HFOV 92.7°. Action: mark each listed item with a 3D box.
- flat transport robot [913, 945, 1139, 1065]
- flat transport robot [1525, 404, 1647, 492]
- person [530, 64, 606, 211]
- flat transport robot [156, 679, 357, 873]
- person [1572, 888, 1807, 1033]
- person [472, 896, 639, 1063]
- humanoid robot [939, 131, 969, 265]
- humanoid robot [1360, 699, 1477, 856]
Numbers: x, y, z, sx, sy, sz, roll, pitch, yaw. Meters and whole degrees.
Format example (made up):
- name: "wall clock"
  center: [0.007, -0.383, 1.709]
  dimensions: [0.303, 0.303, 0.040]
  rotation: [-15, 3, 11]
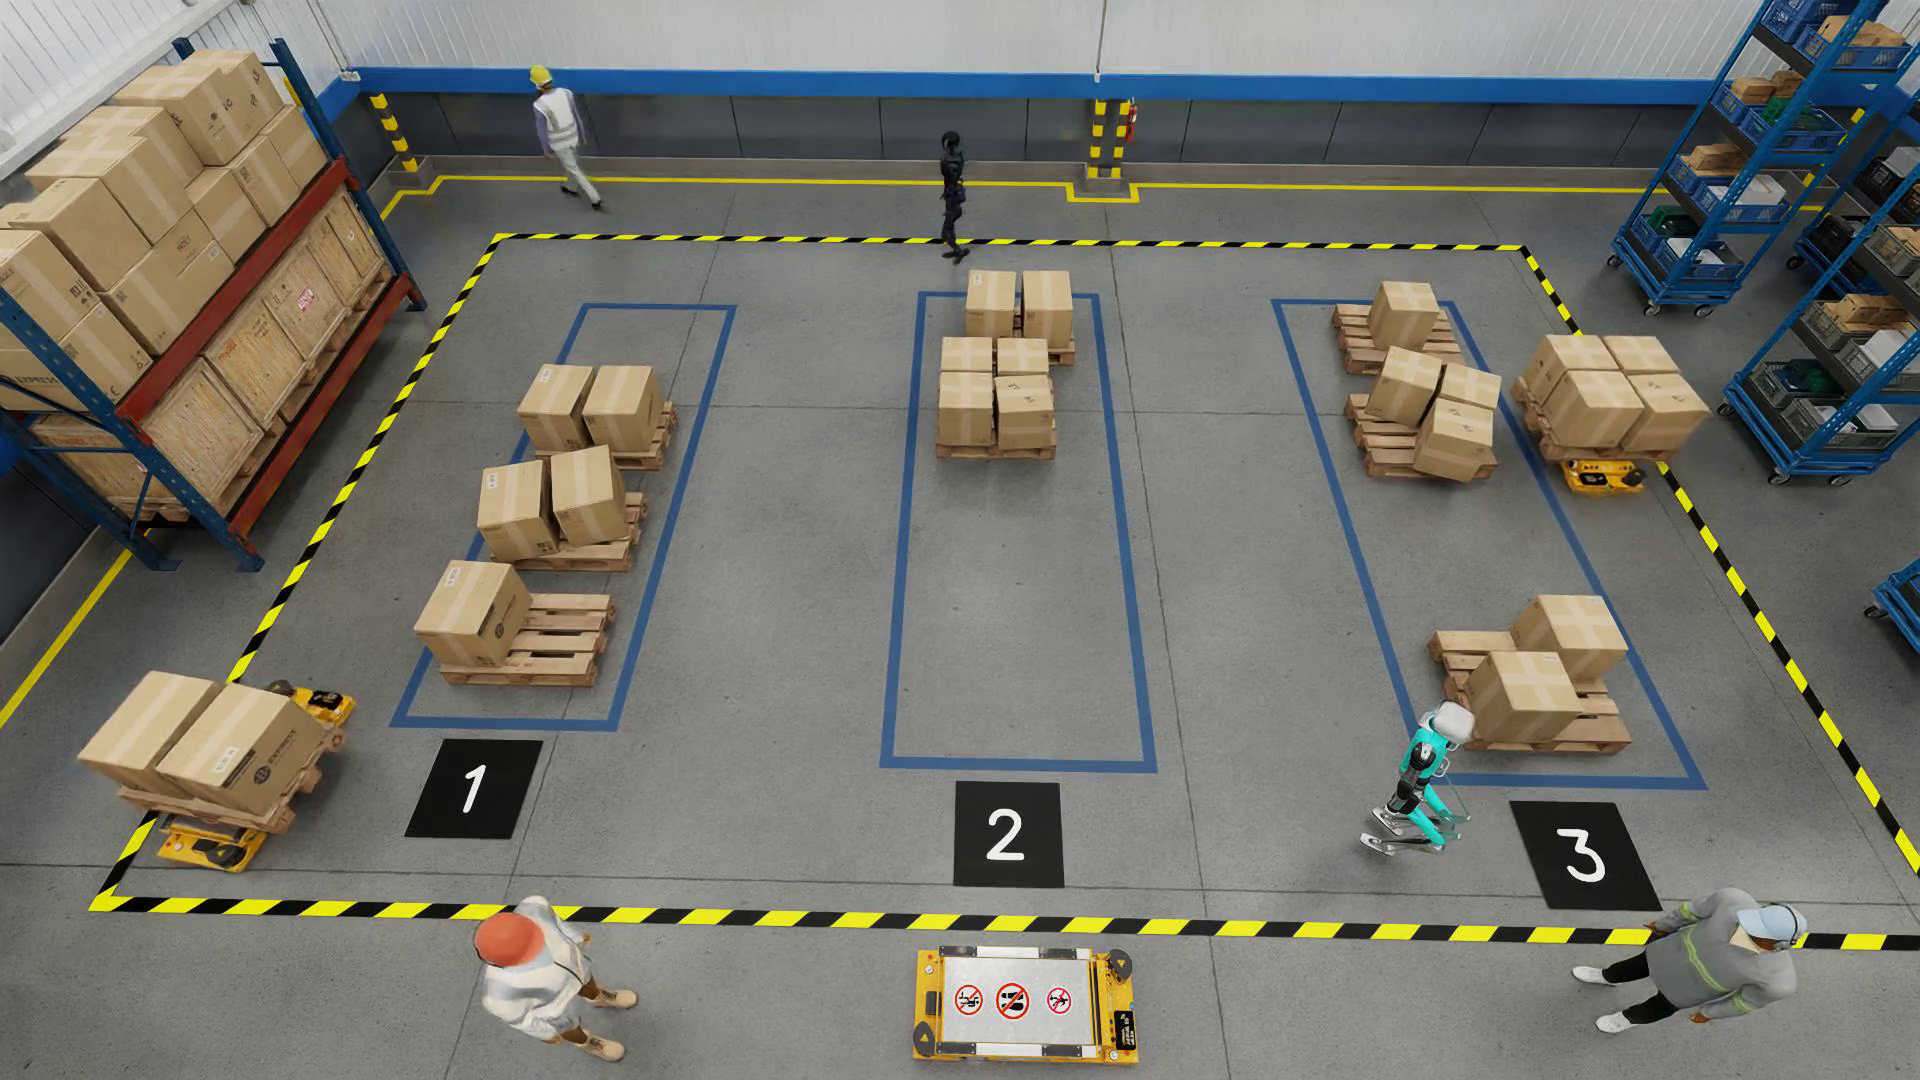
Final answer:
- name: "flat transport robot"
  center: [0.422, 3.041, 6.007]
  dimensions: [1.431, 0.231, 0.659]
  rotation: [1, 51, 1]
- name: "flat transport robot"
  center: [6.340, -1.084, 9.352]
  dimensions: [0.652, 0.197, 1.431]
  rotation: [1, 51, 1]
- name: "person"
  center: [-5.029, -5.092, 11.651]
  dimensions: [0.881, 1.797, 0.604]
  rotation: [23, 54, 18]
- name: "flat transport robot"
  center: [-5.387, 1.765, 7.029]
  dimensions: [0.652, 0.197, 1.431]
  rotation: [8, 51, 7]
- name: "person"
  center: [4.291, 2.516, 5.413]
  dimensions: [0.398, 1.850, 0.596]
  rotation: [-2, 51, -1]
- name: "person"
  center: [-2.288, 2.539, 5.273]
  dimensions: [0.389, 2.040, 0.613]
  rotation: [3, 51, 2]
- name: "humanoid robot"
  center: [-0.110, -4.059, 10.884]
  dimensions: [0.335, 1.643, 0.609]
  rotation: [-7, 51, -5]
- name: "humanoid robot"
  center: [3.164, 1.699, 6.070]
  dimensions: [0.735, 1.672, 0.533]
  rotation: [34, 58, 24]
